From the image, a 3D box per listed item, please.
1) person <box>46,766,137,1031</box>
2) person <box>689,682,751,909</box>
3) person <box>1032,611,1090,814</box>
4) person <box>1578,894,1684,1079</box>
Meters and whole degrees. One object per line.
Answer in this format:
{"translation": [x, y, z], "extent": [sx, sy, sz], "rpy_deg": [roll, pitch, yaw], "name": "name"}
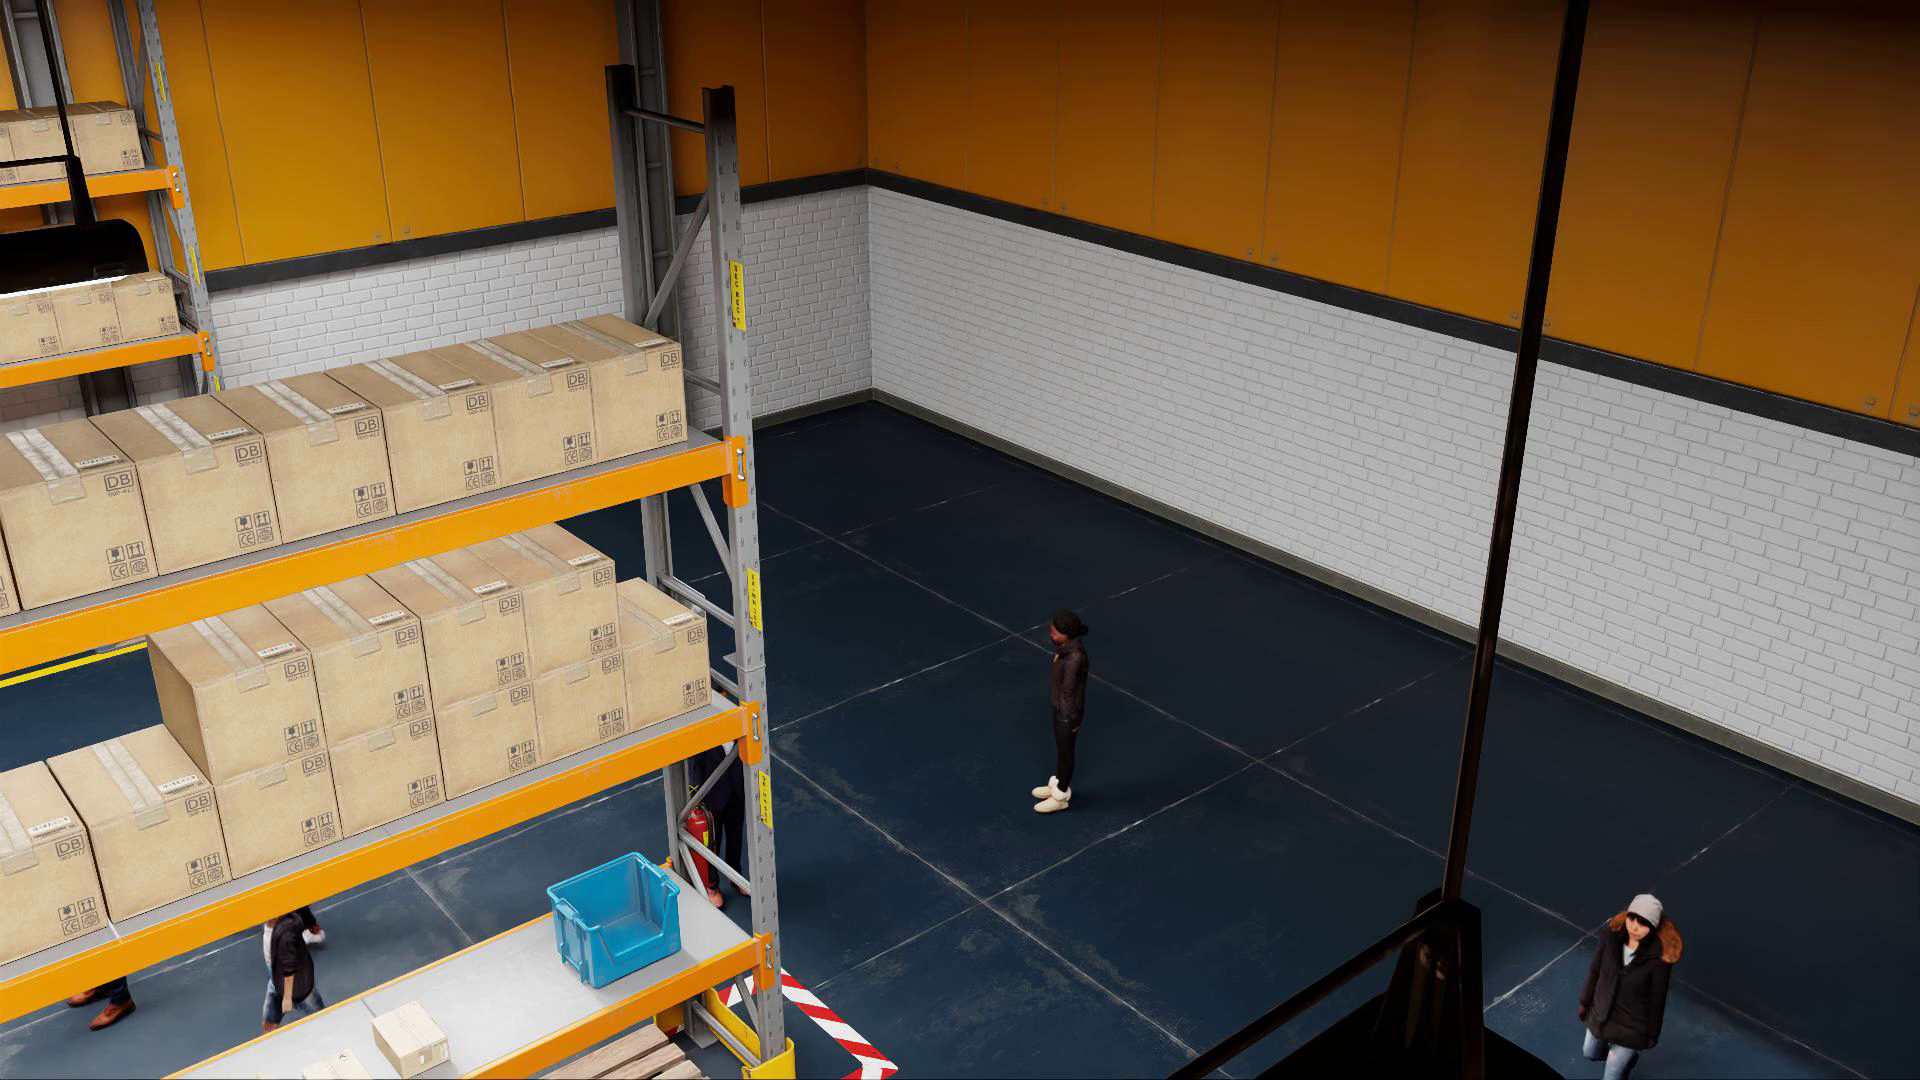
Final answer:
{"translation": [-5.565, 2.211, 10.490], "extent": [0.710, 1.831, 0.581], "rpy_deg": [21, 31, 39], "name": "person"}
{"translation": [-1.663, 1.753, 11.669], "extent": [0.470, 1.725, 0.707], "rpy_deg": [-16, 28, -32], "name": "person"}
{"translation": [0.835, 1.298, 12.789], "extent": [0.771, 1.662, 0.707], "rpy_deg": [-7, 24, -15], "name": "person"}
{"translation": [3.840, 2.711, 9.608], "extent": [0.868, 1.622, 0.620], "rpy_deg": [-19, 30, -37], "name": "person"}
